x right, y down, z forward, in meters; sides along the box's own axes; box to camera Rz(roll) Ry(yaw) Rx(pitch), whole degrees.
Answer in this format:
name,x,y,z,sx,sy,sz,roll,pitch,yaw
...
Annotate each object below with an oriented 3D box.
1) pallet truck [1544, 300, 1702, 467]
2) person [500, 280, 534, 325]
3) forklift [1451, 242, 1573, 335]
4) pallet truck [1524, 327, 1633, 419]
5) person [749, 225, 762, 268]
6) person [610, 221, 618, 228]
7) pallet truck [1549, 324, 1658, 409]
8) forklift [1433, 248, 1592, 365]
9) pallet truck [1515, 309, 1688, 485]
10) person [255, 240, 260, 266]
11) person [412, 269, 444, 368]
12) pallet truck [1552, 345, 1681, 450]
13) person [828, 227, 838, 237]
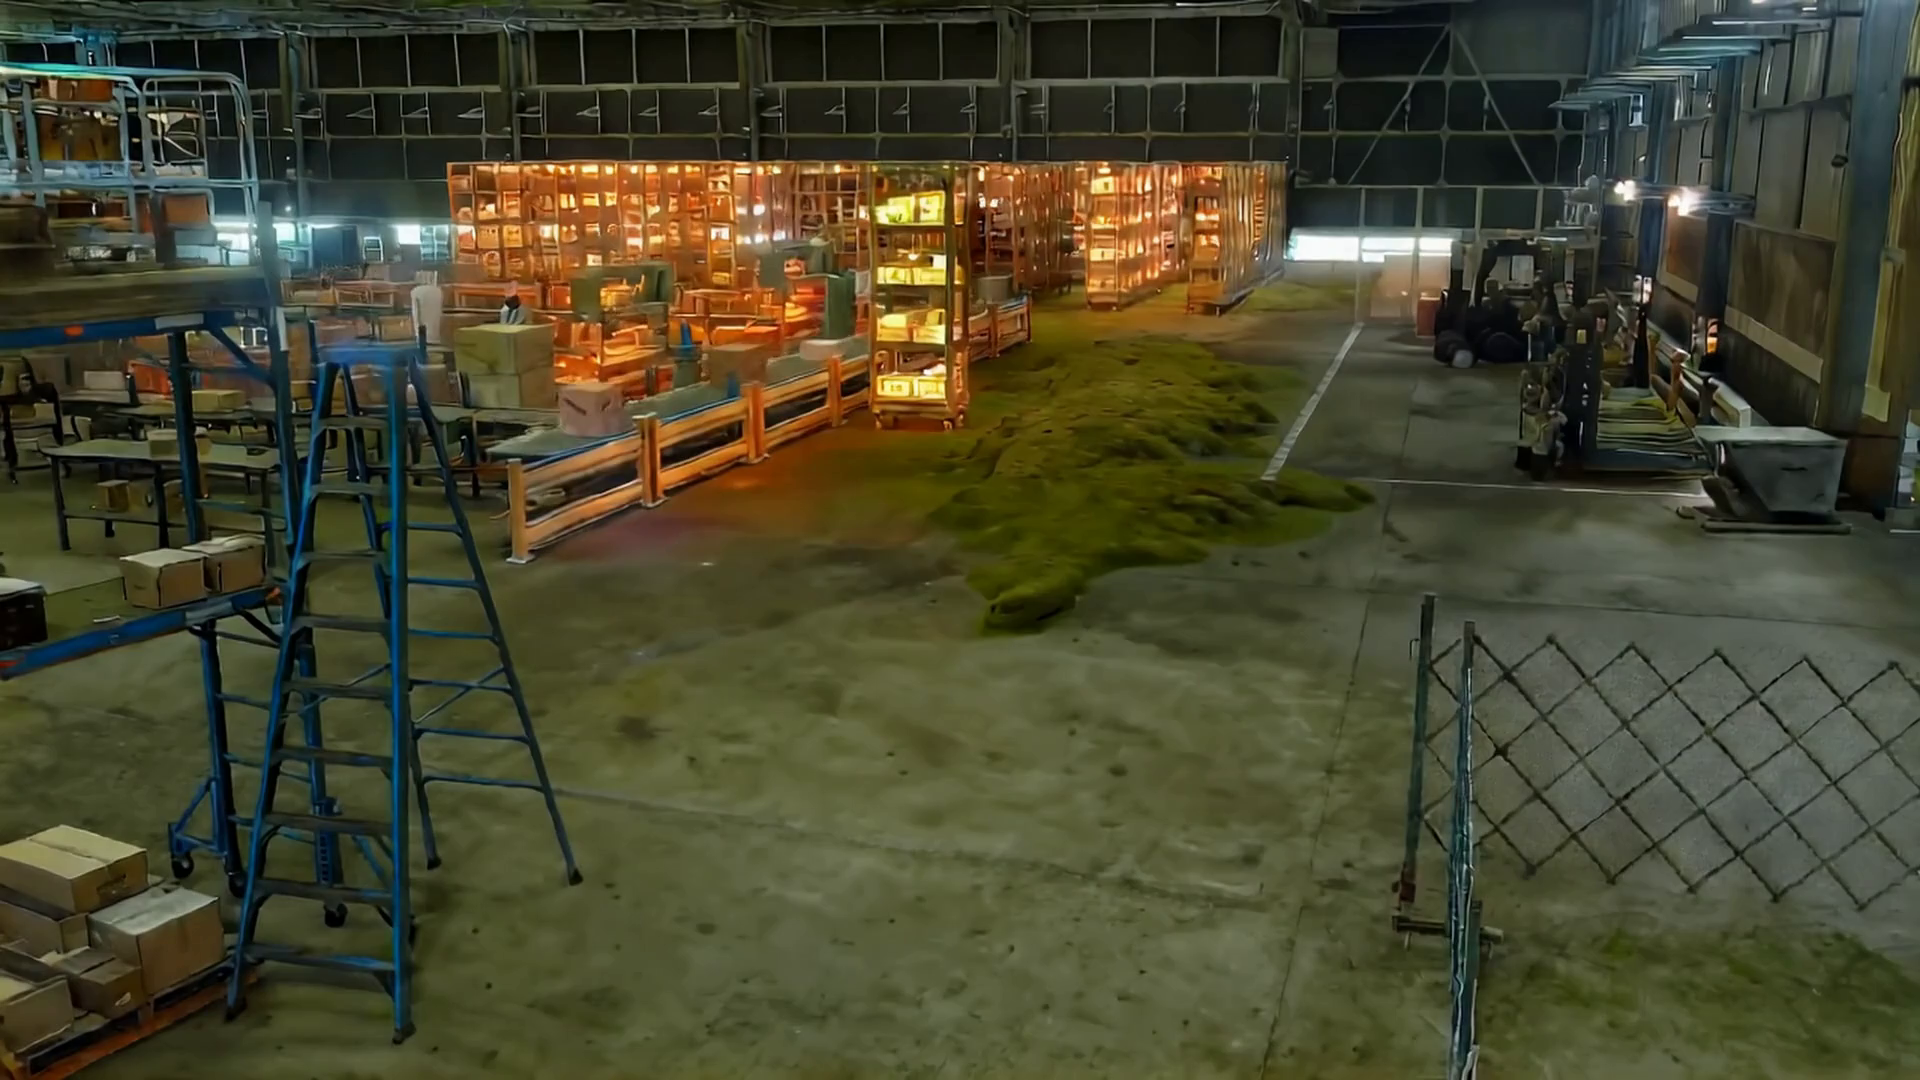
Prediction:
name,x,y,z,sx,sy,sz,roll,pitch,yaw
pallet truck,8.263,-1.952,20.631,1.885,1.965,0.823,5,14,20
person,-6.272,-2.642,23.515,0.608,2.044,0.377,8,15,32
forklift,10.464,-4.597,31.405,2.680,1.987,1.157,4,14,16
pallet truck,9.065,-2.460,24.370,1.522,1.261,0.704,3,13,14
person,-6.154,-8.709,49.922,0.963,1.959,0.631,-1,13,-4
person,-11.637,-10.224,56.782,0.631,1.801,0.431,3,13,14
pallet truck,9.824,-2.669,25.407,1.601,1.201,0.680,4,14,16
forklift,9.780,-4.111,29.280,2.680,1.987,1.157,3,13,14
pallet truck,7.554,-1.677,19.446,1.885,1.965,0.823,3,13,14
person,-18.021,-7.020,43.059,0.402,1.751,0.543,6,14,23
person,-8.981,-3.610,28.026,0.407,1.901,0.674,7,15,29
pallet truck,8.641,-1.896,21.908,1.630,1.274,0.653,4,14,16
person,-4.137,-9.568,53.916,0.563,1.828,0.564,3,13,13
